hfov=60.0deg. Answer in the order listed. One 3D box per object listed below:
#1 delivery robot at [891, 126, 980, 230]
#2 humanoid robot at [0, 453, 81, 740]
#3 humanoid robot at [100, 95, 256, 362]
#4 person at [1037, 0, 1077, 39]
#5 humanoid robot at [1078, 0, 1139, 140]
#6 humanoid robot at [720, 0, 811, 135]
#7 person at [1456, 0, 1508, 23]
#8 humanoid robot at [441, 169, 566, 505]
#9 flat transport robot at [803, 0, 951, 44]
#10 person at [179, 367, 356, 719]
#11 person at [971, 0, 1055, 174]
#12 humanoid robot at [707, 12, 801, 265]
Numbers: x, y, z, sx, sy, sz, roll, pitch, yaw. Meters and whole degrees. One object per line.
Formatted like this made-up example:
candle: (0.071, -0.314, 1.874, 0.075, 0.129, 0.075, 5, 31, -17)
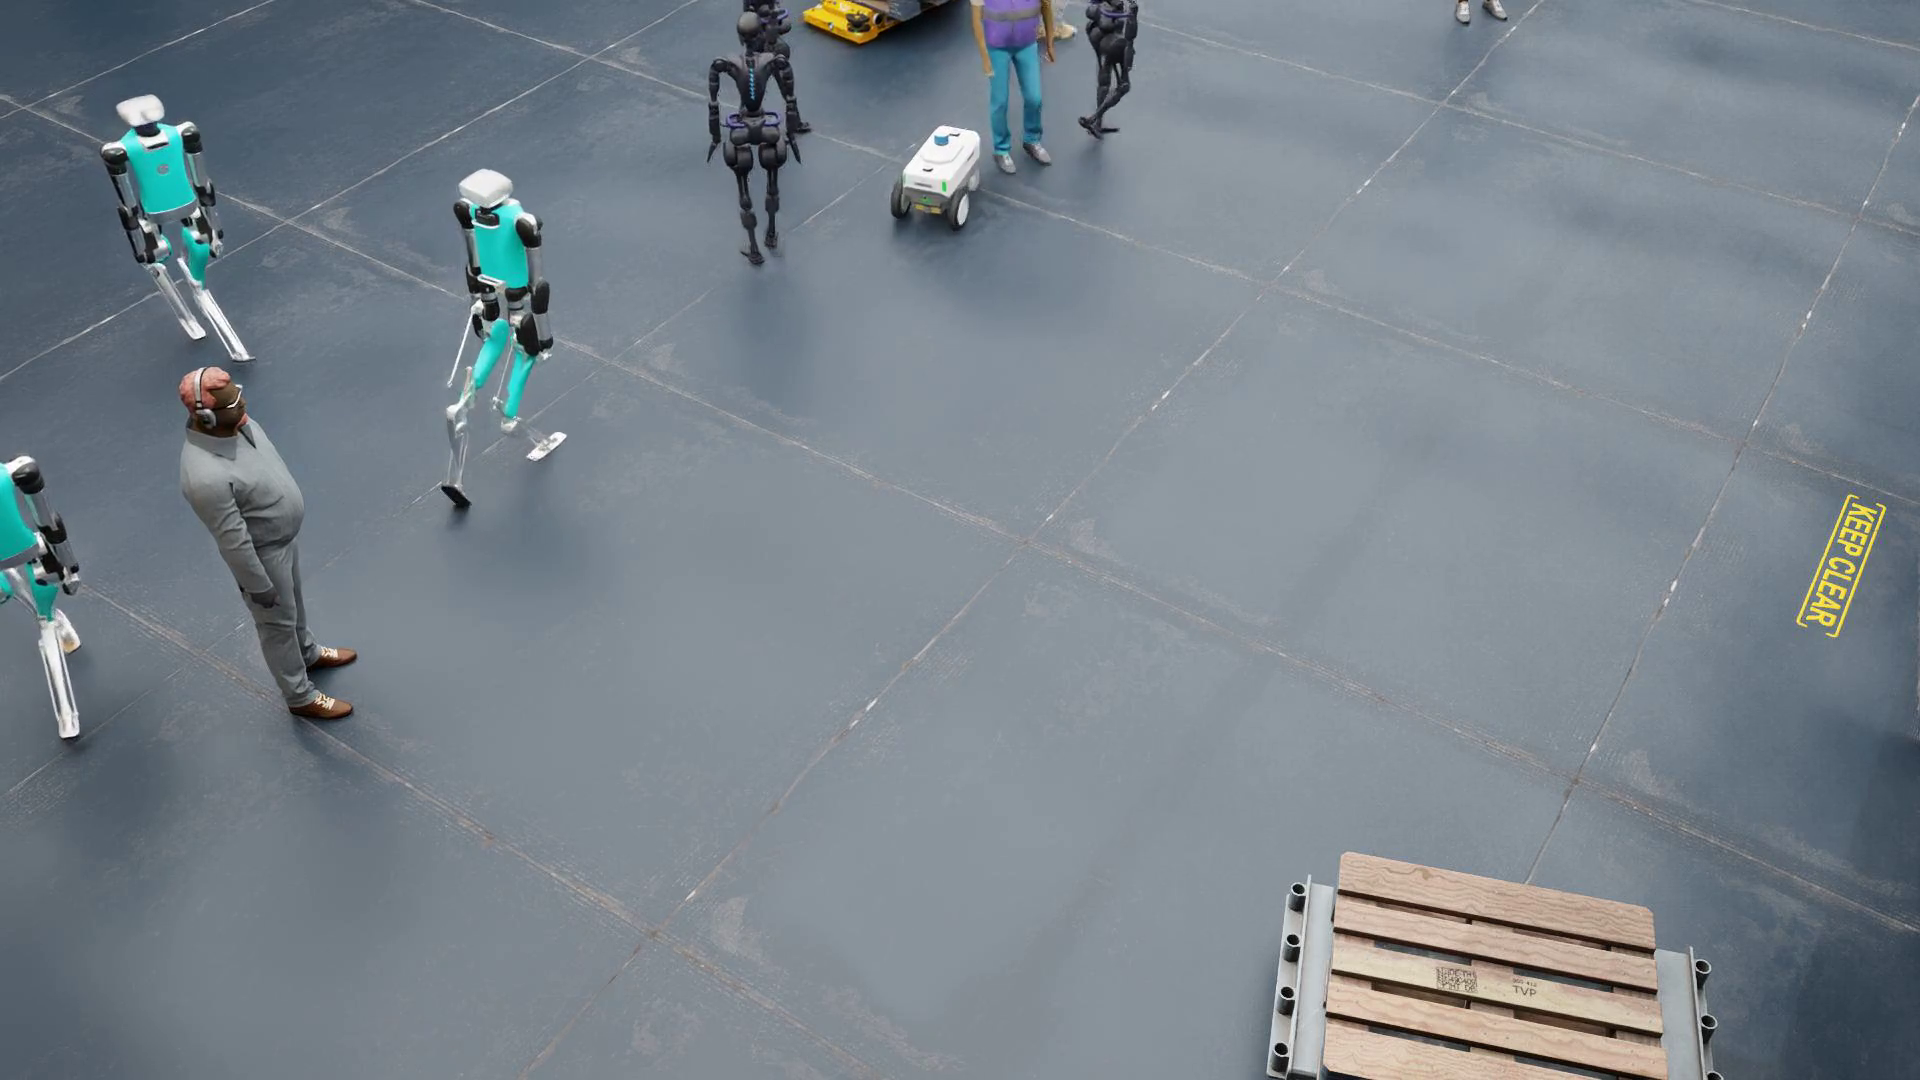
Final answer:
delivery robot: (-0.129, -2.509, 11.372, 0.499, 0.593, 0.789, 14, 44, 15)
humanoid robot: (-4.376, 0.069, 7.628, 0.547, 1.723, 1.026, -27, 48, -27)
humanoid robot: (-4.606, -1.813, 9.704, 0.559, 1.738, 1.013, -30, 50, -29)
person: (0.752, -4.789, 12.951, 0.587, 1.849, 0.487, -20, 46, -21)
humanoid robot: (1.059, -3.640, 11.805, 0.442, 1.641, 0.611, -15, 44, -16)
humanoid robot: (-1.409, -3.581, 11.748, 0.661, 1.638, 0.585, -18, 45, -19)
person: (4.331, -5.113, 13.253, 0.552, 1.934, 0.428, -7, 42, -8)
humanoid robot: (-2.557, -0.981, 8.788, 0.555, 1.767, 0.967, 20, 46, 21)
flat transport robot: (-0.570, -4.534, 13.853, 0.659, 0.231, 1.431, 31, 50, 30)
person: (-3.139, 0.013, 7.537, 0.414, 1.908, 0.640, -7, 42, -8)
person: (0.352, -3.405, 11.429, 0.599, 1.819, 0.422, -10, 43, -11)
humanoid robot: (-1.329, -2.571, 10.603, 0.598, 1.650, 0.438, -7, 42, -8)
